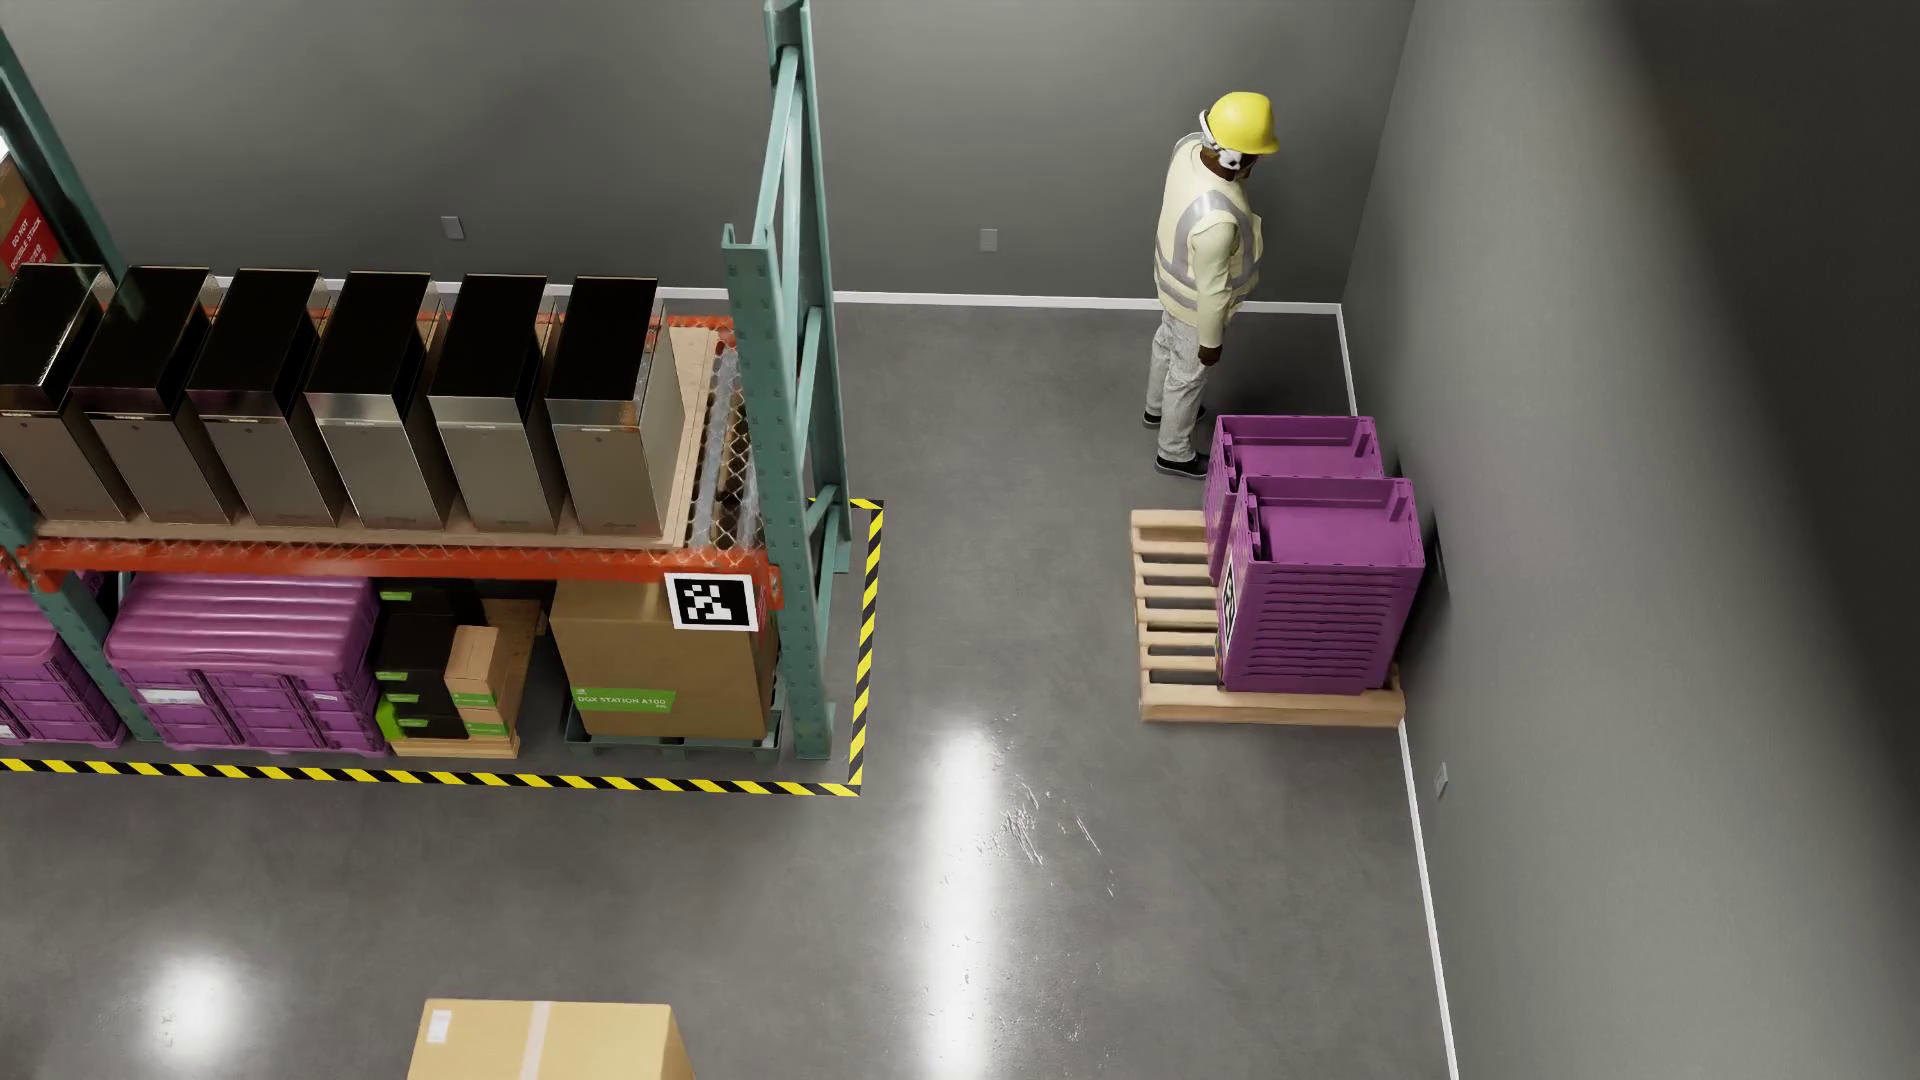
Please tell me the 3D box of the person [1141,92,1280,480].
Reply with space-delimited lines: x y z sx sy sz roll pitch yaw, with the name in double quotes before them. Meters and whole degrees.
"person" 0.959 -0.990 6.546 0.403 1.819 0.600 -4 52 -3
